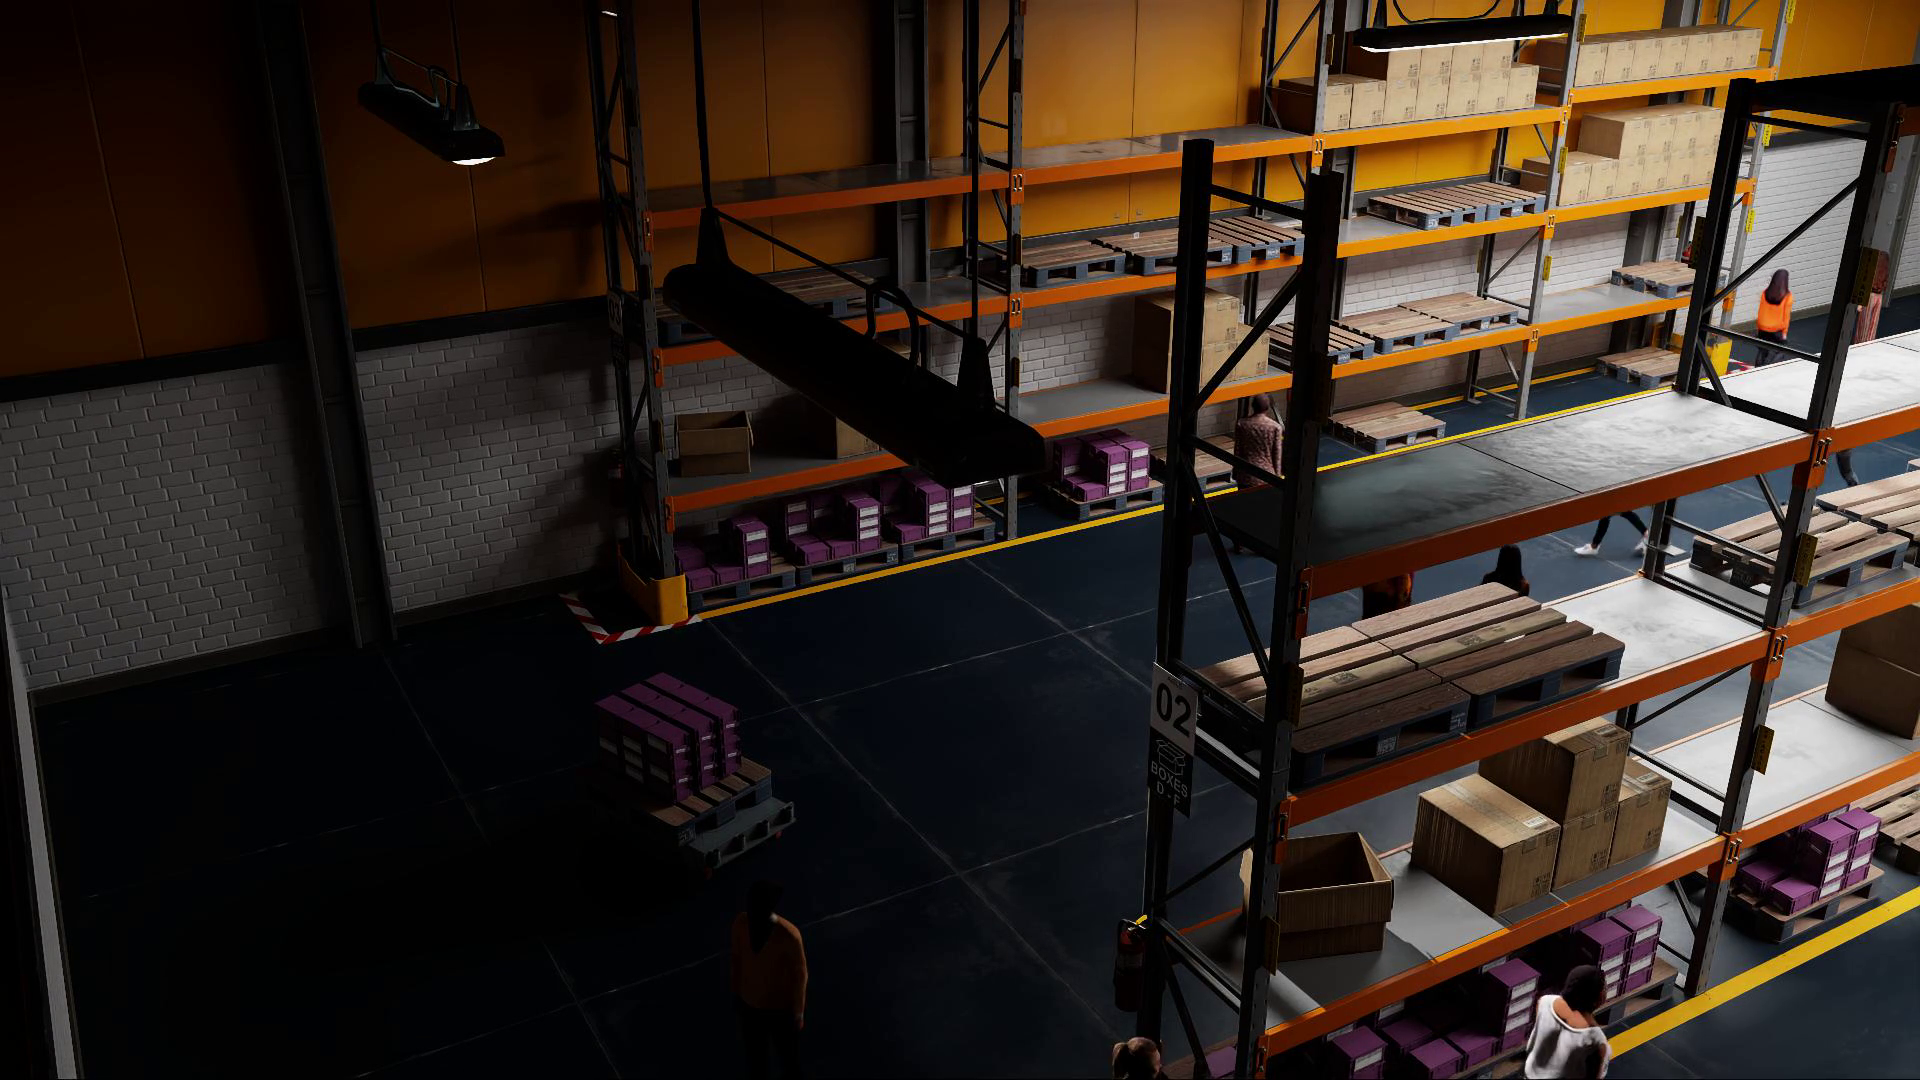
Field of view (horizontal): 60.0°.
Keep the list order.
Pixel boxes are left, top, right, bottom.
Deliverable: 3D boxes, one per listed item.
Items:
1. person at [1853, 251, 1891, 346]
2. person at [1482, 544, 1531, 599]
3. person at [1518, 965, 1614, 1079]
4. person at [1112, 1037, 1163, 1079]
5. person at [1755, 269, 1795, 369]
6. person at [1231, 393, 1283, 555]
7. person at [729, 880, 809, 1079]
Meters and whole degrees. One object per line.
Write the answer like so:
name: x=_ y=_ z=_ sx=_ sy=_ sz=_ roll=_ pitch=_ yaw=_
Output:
person: x=13.525 y=-3.531 z=24.667 sx=0.502 sy=1.564 sz=0.640 roll=-9 pitch=25 yaw=-19
person: x=4.690 y=0.845 z=14.527 sx=0.795 sy=1.666 sz=0.881 roll=11 pitch=26 yaw=24
person: x=3.312 y=3.121 z=9.328 sx=0.934 sy=1.661 sz=0.664 roll=-13 pitch=27 yaw=-27
person: x=0.773 y=3.324 z=8.860 sx=0.914 sy=1.663 sz=1.092 roll=20 pitch=30 yaw=38
person: x=11.154 y=-2.867 z=22.929 sx=0.639 sy=1.739 sz=0.639 roll=-15 pitch=28 yaw=-30
person: x=3.183 y=-0.706 z=17.899 sx=0.776 sy=1.808 sz=0.811 roll=9 pitch=25 yaw=19
person: x=-1.143 y=2.782 z=9.987 sx=0.753 sy=1.753 sz=0.771 roll=11 pitch=26 yaw=23
